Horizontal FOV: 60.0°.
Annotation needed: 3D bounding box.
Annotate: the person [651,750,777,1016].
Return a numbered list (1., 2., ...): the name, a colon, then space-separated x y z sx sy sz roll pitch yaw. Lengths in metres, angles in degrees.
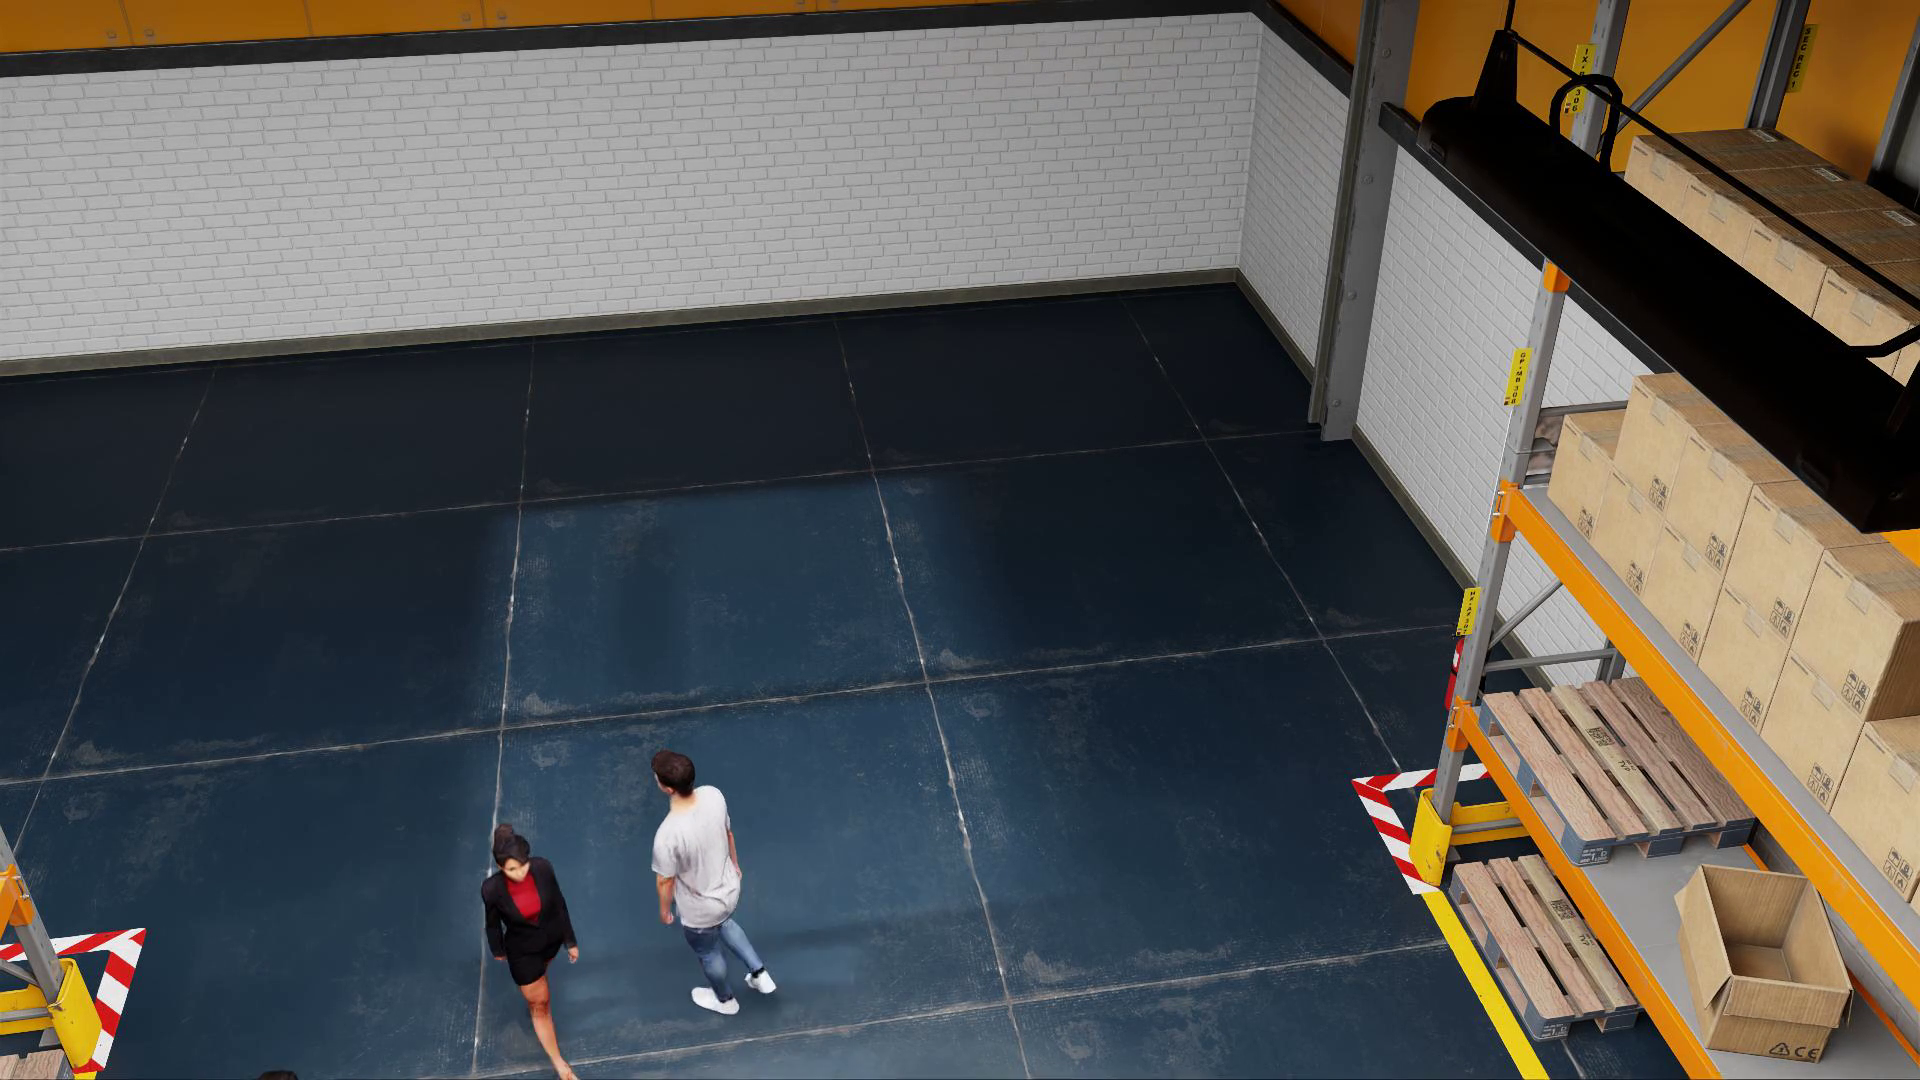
1. person: -1.300 1.921 8.976 0.941 1.869 0.883 18 38 25

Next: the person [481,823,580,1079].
1. person: -2.305 2.143 8.899 0.885 1.584 1.128 -24 40 -31
